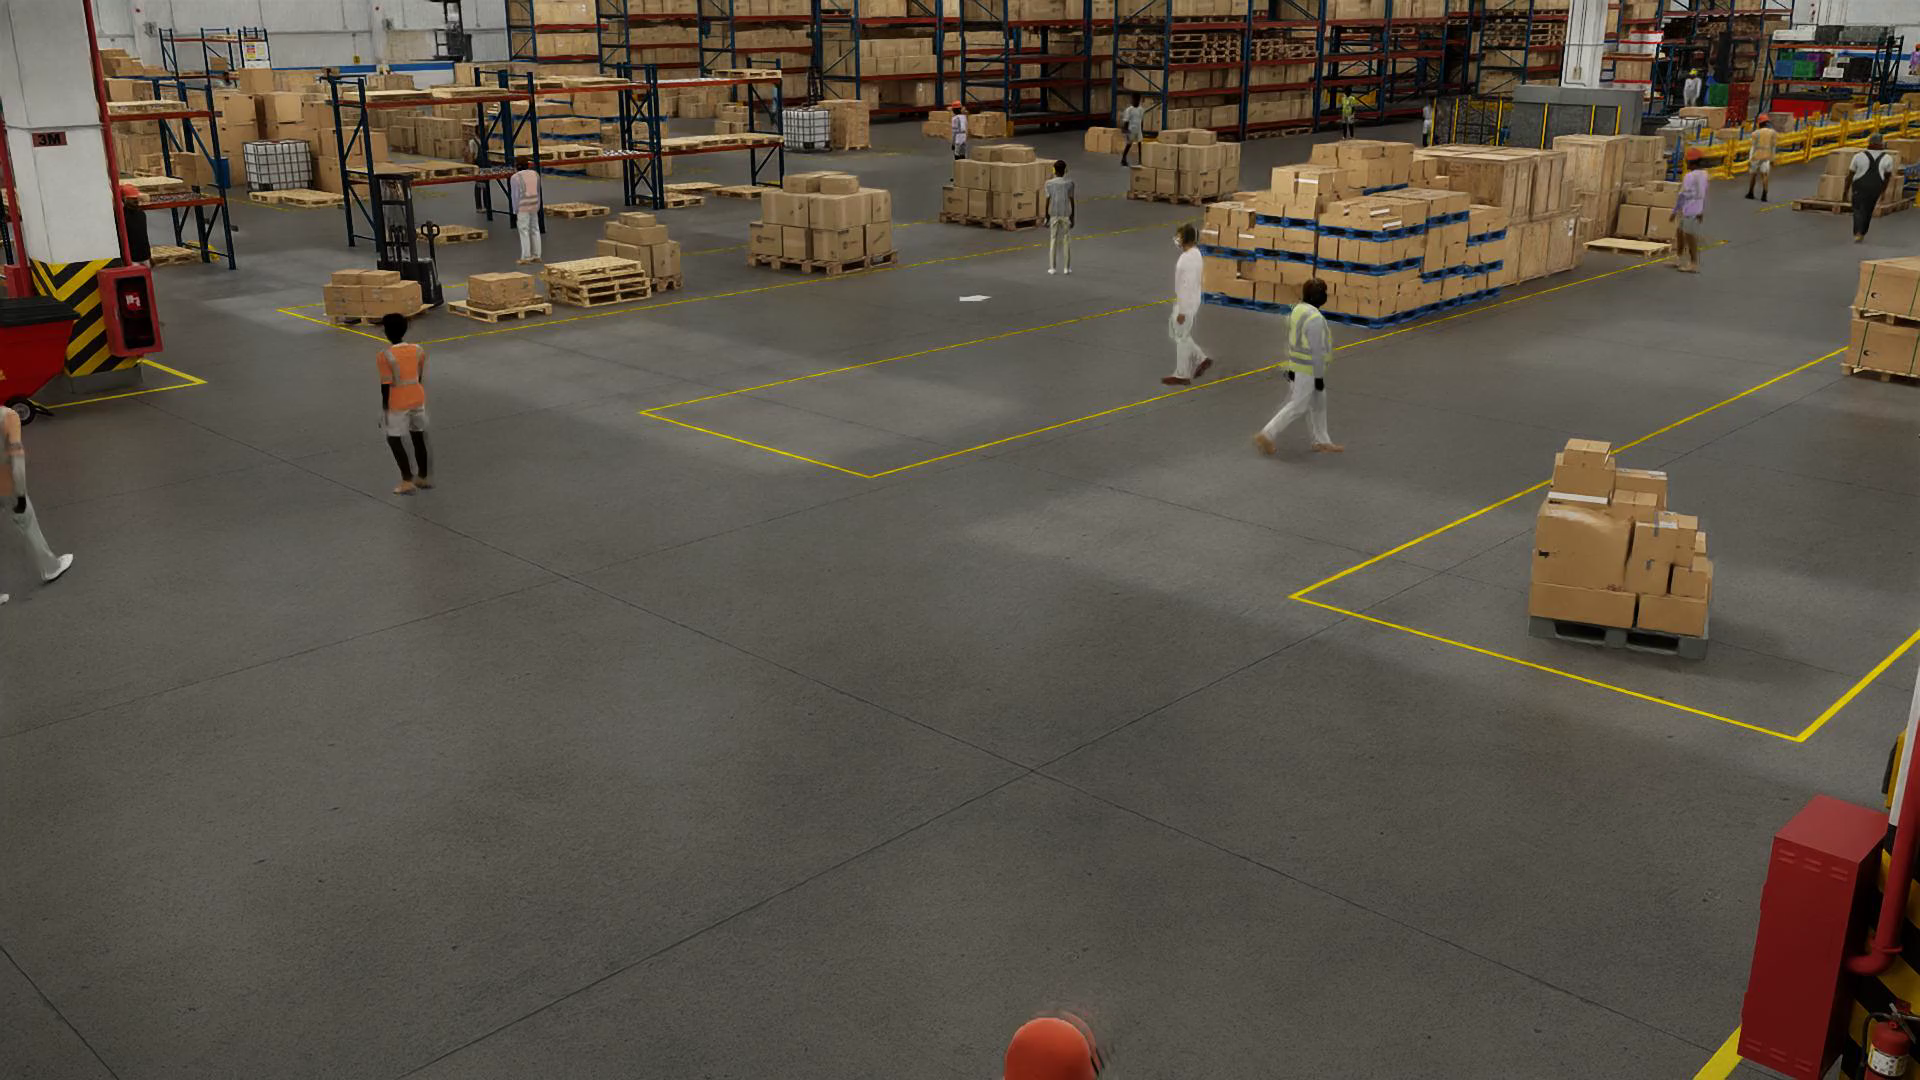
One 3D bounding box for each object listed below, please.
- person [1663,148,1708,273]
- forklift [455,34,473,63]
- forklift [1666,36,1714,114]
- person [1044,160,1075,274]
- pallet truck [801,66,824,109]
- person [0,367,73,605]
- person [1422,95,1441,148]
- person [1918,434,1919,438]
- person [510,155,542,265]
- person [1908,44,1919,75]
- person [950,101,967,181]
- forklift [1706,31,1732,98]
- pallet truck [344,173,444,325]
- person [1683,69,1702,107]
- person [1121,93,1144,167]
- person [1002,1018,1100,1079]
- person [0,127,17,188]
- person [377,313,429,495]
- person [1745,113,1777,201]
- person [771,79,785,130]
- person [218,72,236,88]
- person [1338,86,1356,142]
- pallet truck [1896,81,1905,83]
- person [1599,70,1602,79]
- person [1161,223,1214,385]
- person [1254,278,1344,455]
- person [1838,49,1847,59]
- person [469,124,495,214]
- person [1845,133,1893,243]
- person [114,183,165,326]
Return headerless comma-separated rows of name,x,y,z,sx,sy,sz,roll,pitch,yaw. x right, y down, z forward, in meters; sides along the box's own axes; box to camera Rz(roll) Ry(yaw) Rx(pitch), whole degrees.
person,12.011,-5.455,27.579,0.815,2.013,0.635,17,25,41
forklift,-19.328,-18.330,65.007,1.129,2.768,1.873,17,25,41
forklift,27.341,-17.291,61.877,1.129,2.768,1.873,17,25,41
person,1.641,-5.302,27.348,0.508,1.865,0.329,0,18,1
pallet truck,-4.812,-15.182,56.903,0.823,1.965,1.885,-9,21,-26
person,-7.348,-0.471,12.758,0.607,1.874,0.974,1,18,4
person,13.337,-11.724,47.009,0.537,1.664,0.844,14,23,35
person,10.584,-1.907,17.099,0.980,1.882,0.603,0,18,1
person,-7.398,-5.613,28.315,0.429,1.843,0.633,11,21,29
person,46.739,-23.275,81.379,0.548,1.937,0.379,-3,19,-8
person,-0.053,-9.730,40.596,0.399,1.928,0.542,11,21,30
forklift,31.710,-19.759,69.314,1.873,2.768,1.129,13,23,35
pallet truck,-8.209,-4.181,23.757,0.823,1.965,1.885,3,19,9
person,25.906,-15.740,58.867,0.542,1.821,0.594,-16,24,-40
person,4.577,-10.765,43.739,0.629,1.905,1.002,-10,21,-27
person,0.254,2.179,4.622,0.619,1.983,0.455,9,20,26
person,-21.242,-8.572,37.389,0.546,1.725,0.513,12,22,31
person,-5.181,-1.259,15.446,0.353,1.690,0.575,10,21,28
person,17.798,-8.495,36.927,0.558,1.939,0.643,2,19,7
person,-5.996,-14.495,55.368,0.858,1.649,0.536,15,23,37
person,-24.483,-14.702,55.656,0.593,1.878,0.980,-12,22,-32
person,11.850,-13.013,50.866,0.321,1.685,0.542,-13,22,-34
pallet truck,34.802,-16.331,61.455,0.653,1.274,1.630,17,25,41
person,22.190,-15.547,58.170,0.644,1.898,0.397,15,23,38
person,2.689,-2.757,19.579,0.505,1.926,0.649,3,19,8
person,3.433,-1.726,16.661,0.906,1.813,0.627,0,18,0
person,39.803,-21.184,75.143,0.640,1.886,1.050,3,19,8
person,-10.020,-7.791,34.874,0.327,1.844,0.514,11,21,29
person,16.830,-6.553,30.838,0.688,2.000,0.962,5,19,16
person,-11.333,-3.900,22.914,0.390,1.995,0.613,4,19,11
